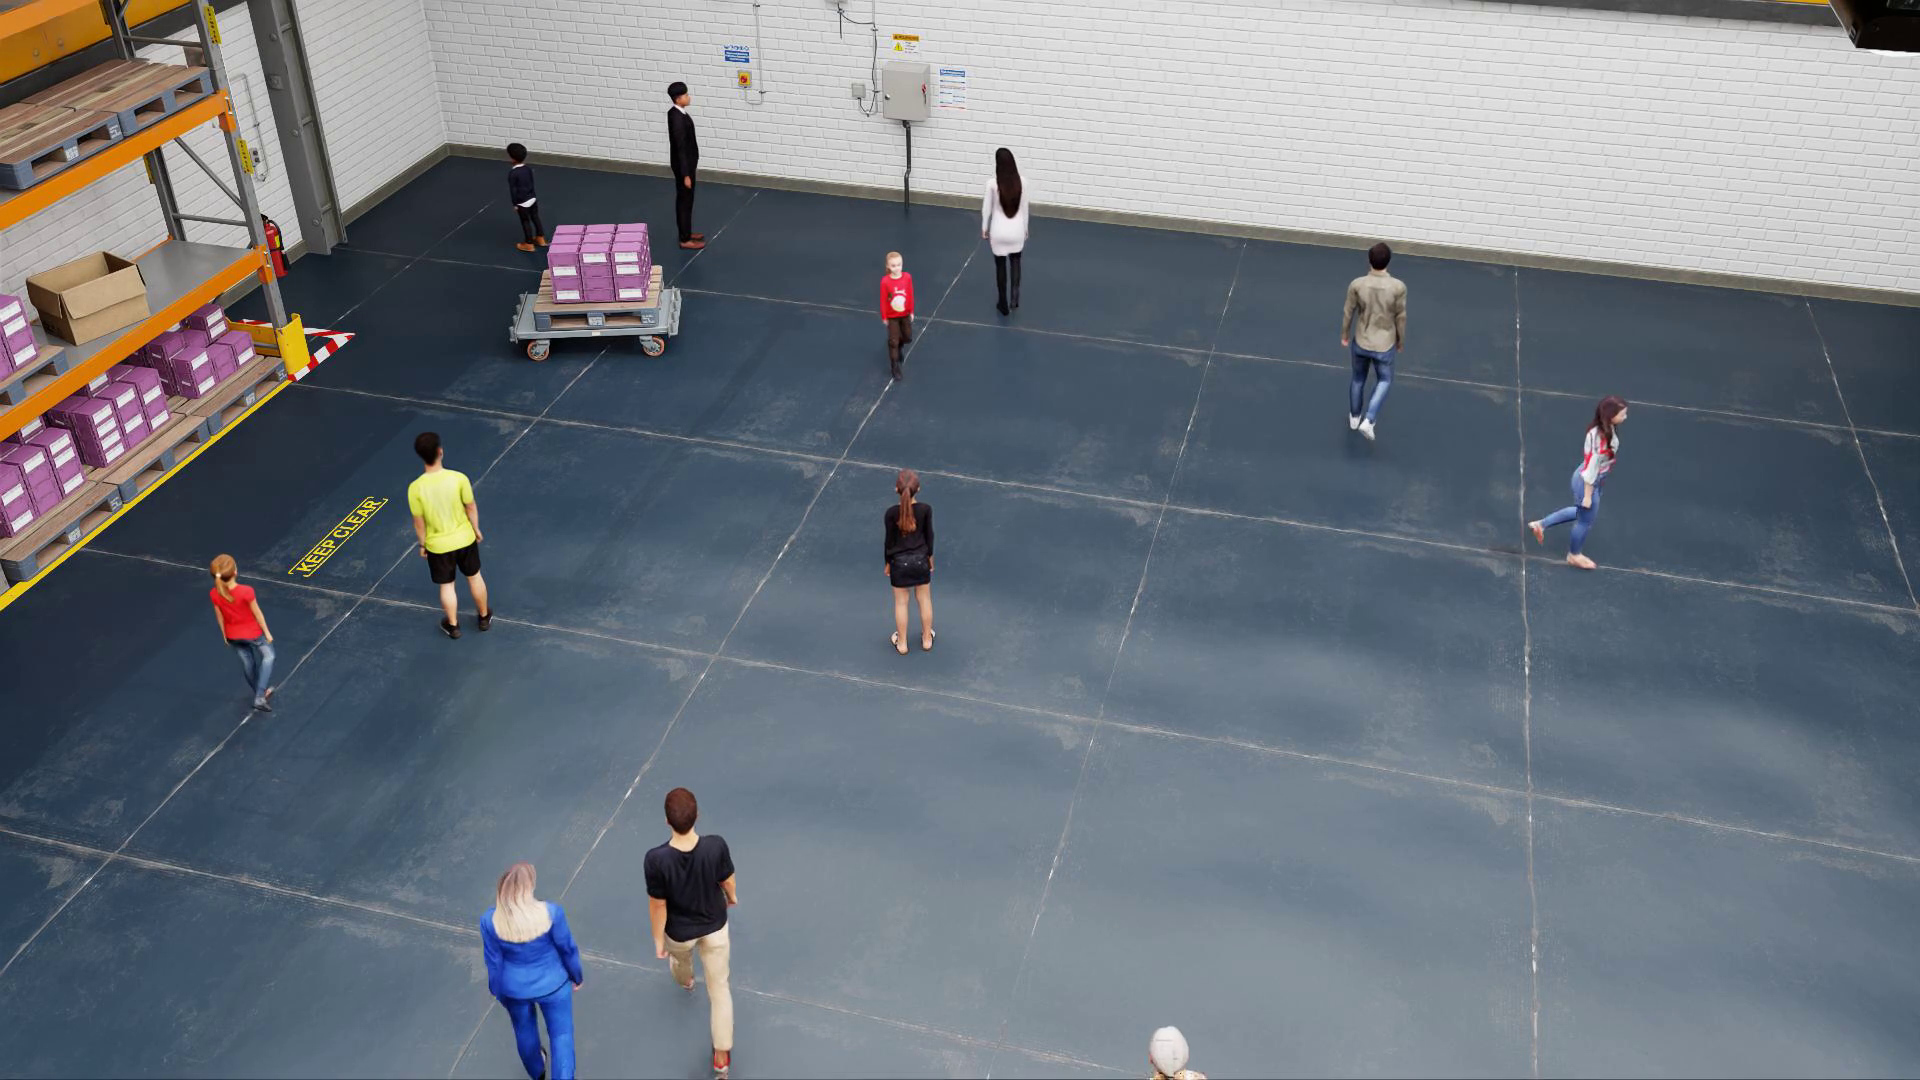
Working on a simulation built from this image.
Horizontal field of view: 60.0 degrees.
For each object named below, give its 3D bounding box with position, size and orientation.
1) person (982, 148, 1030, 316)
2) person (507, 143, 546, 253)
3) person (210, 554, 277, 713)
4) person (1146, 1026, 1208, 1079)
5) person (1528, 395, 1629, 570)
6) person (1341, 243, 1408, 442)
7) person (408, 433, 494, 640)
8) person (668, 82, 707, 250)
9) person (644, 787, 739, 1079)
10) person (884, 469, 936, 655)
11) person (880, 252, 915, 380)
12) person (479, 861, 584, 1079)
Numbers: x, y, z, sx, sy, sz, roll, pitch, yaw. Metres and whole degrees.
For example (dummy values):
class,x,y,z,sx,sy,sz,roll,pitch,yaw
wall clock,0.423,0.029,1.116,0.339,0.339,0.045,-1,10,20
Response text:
class,x,y,z,sx,sy,sz,roll,pitch,yaw
person,0.486,-3.110,17.014,0.727,1.799,0.728,-5,34,-8
person,-4.877,-3.854,18.656,0.611,1.220,0.479,19,38,26
person,-5.060,0.696,11.734,0.576,1.305,0.704,0,34,0
person,0.972,3.020,7.894,0.853,1.685,0.947,-12,35,-17
person,4.917,-0.465,13.221,0.794,1.592,0.831,17,37,24
person,3.701,-1.744,14.905,0.778,1.858,0.918,12,35,17
person,-3.823,-0.029,12.463,0.700,1.706,0.739,-14,36,-20
person,-3.097,-4.192,18.567,0.832,1.881,0.674,-7,34,-11
person,-1.410,2.173,9.061,1.064,1.804,1.271,-10,35,-14
person,-0.373,0.153,12.325,0.624,1.555,0.653,-6,34,-9
person,-0.627,-2.210,16.135,0.682,1.272,0.753,-14,36,-20
person,-2.238,2.425,8.792,0.911,1.682,1.070,-9,35,-13
